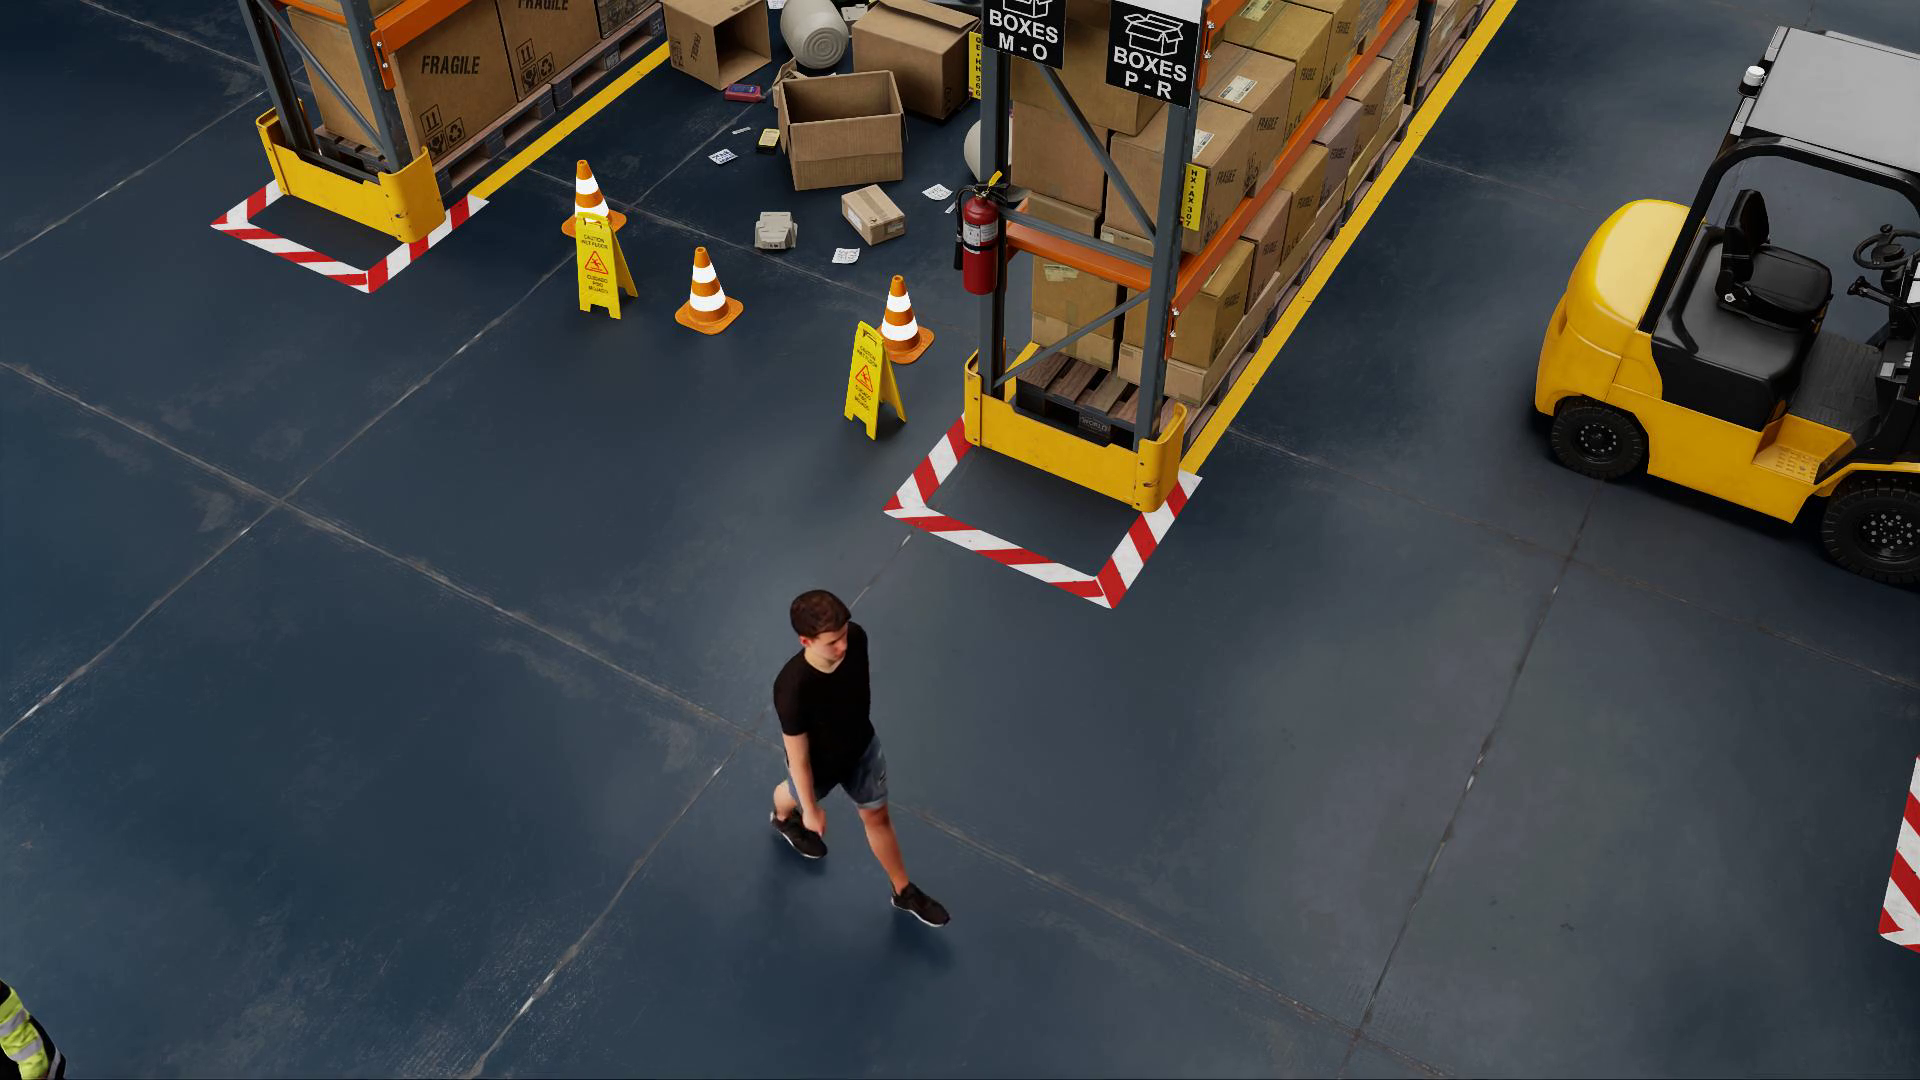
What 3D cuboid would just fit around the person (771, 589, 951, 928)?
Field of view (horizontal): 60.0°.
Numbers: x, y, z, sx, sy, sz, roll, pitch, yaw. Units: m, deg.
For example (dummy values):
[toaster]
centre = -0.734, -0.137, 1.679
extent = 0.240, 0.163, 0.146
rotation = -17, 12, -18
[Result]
[person]
centre = -0.588, 0.800, 6.607
extent = 0.875, 1.796, 1.187
rotation = 31, 55, 26
